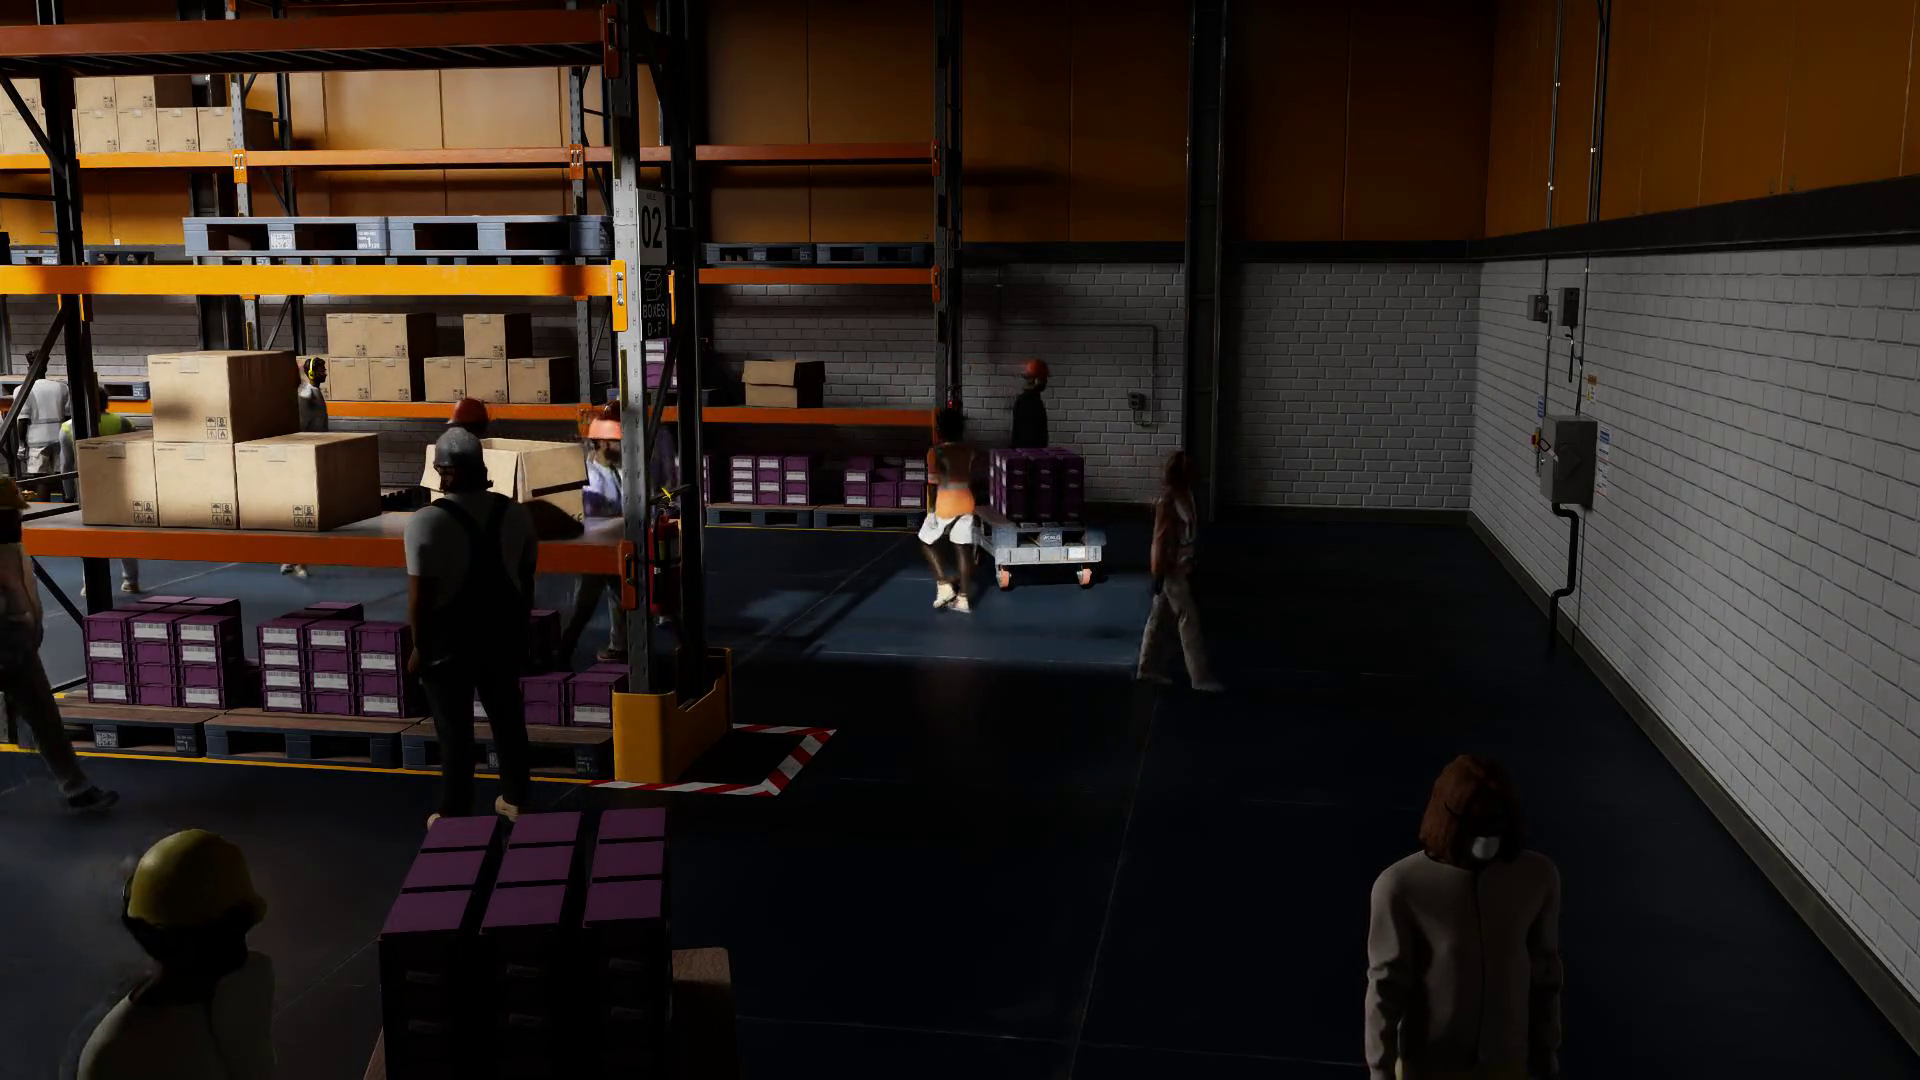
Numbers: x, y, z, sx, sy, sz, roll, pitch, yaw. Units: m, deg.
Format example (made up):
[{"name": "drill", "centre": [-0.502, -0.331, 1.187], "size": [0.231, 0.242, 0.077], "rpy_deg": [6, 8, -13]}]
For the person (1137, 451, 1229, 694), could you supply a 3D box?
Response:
[{"name": "person", "centre": [1.520, 0.218, 11.083], "size": [0.768, 1.608, 0.534], "rpy_deg": [3, 10, 18]}]

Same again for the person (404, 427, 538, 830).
[{"name": "person", "centre": [-2.472, 0.448, 8.306], "size": [0.536, 2.000, 0.688], "rpy_deg": [9, 13, 44]}]

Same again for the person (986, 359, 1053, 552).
[{"name": "person", "centre": [0.716, -0.815, 16.465], "size": [1.088, 1.933, 0.632], "rpy_deg": [-3, 10, -21]}]

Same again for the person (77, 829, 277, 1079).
[{"name": "person", "centre": [-1.435, 1.413, 3.288], "size": [0.873, 1.723, 0.557], "rpy_deg": [3, 10, 18]}]

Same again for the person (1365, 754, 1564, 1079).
[{"name": "person", "centre": [1.262, 1.320, 4.183], "size": [0.513, 1.622, 0.291], "rpy_deg": [-1, 9, -8]}]

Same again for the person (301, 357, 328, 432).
[{"name": "person", "centre": [-7.002, -1.057, 18.172], "size": [0.320, 1.871, 0.533], "rpy_deg": [-2, 9, -14]}]

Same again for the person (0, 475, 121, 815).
[{"name": "person", "centre": [-4.842, 0.562, 8.411], "size": [0.947, 1.786, 0.585], "rpy_deg": [1, 9, 4]}]

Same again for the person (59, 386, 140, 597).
[{"name": "person", "centre": [-7.408, -0.421, 14.354], "size": [0.626, 1.834, 0.430], "rpy_deg": [-8, 12, -40]}]

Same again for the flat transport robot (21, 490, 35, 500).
[{"name": "flat transport robot", "centre": [-11.560, -0.496, 19.634], "size": [0.652, 0.197, 1.431], "rpy_deg": [-1, 9, -8]}]

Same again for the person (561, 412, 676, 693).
[{"name": "person", "centre": [-2.267, 0.109, 10.896], "size": [1.002, 1.883, 0.553], "rpy_deg": [2, 9, 10]}]

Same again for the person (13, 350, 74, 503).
[{"name": "person", "centre": [-9.847, -1.063, 17.907], "size": [0.371, 1.966, 0.608], "rpy_deg": [6, 11, 34]}]

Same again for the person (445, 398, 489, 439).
[{"name": "person", "centre": [-3.564, -0.086, 12.094], "size": [1.022, 1.878, 0.548], "rpy_deg": [-2, 9, -9]}]

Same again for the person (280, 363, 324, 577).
[{"name": "person", "centre": [-6.129, -0.655, 15.203], "size": [0.632, 2.024, 0.423], "rpy_deg": [-6, 11, -35]}]

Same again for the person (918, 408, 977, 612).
[{"name": "person", "centre": [-0.080, -0.238, 13.657], "size": [0.535, 1.688, 0.390], "rpy_deg": [-7, 12, -38]}]

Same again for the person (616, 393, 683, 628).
[{"name": "person", "centre": [-2.495, -0.254, 13.165], "size": [0.676, 1.877, 0.497], "rpy_deg": [2, 9, 12]}]

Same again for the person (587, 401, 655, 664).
[{"name": "person", "centre": [-2.424, -0.056, 11.917], "size": [0.337, 1.882, 0.585], "rpy_deg": [7, 12, 38]}]
